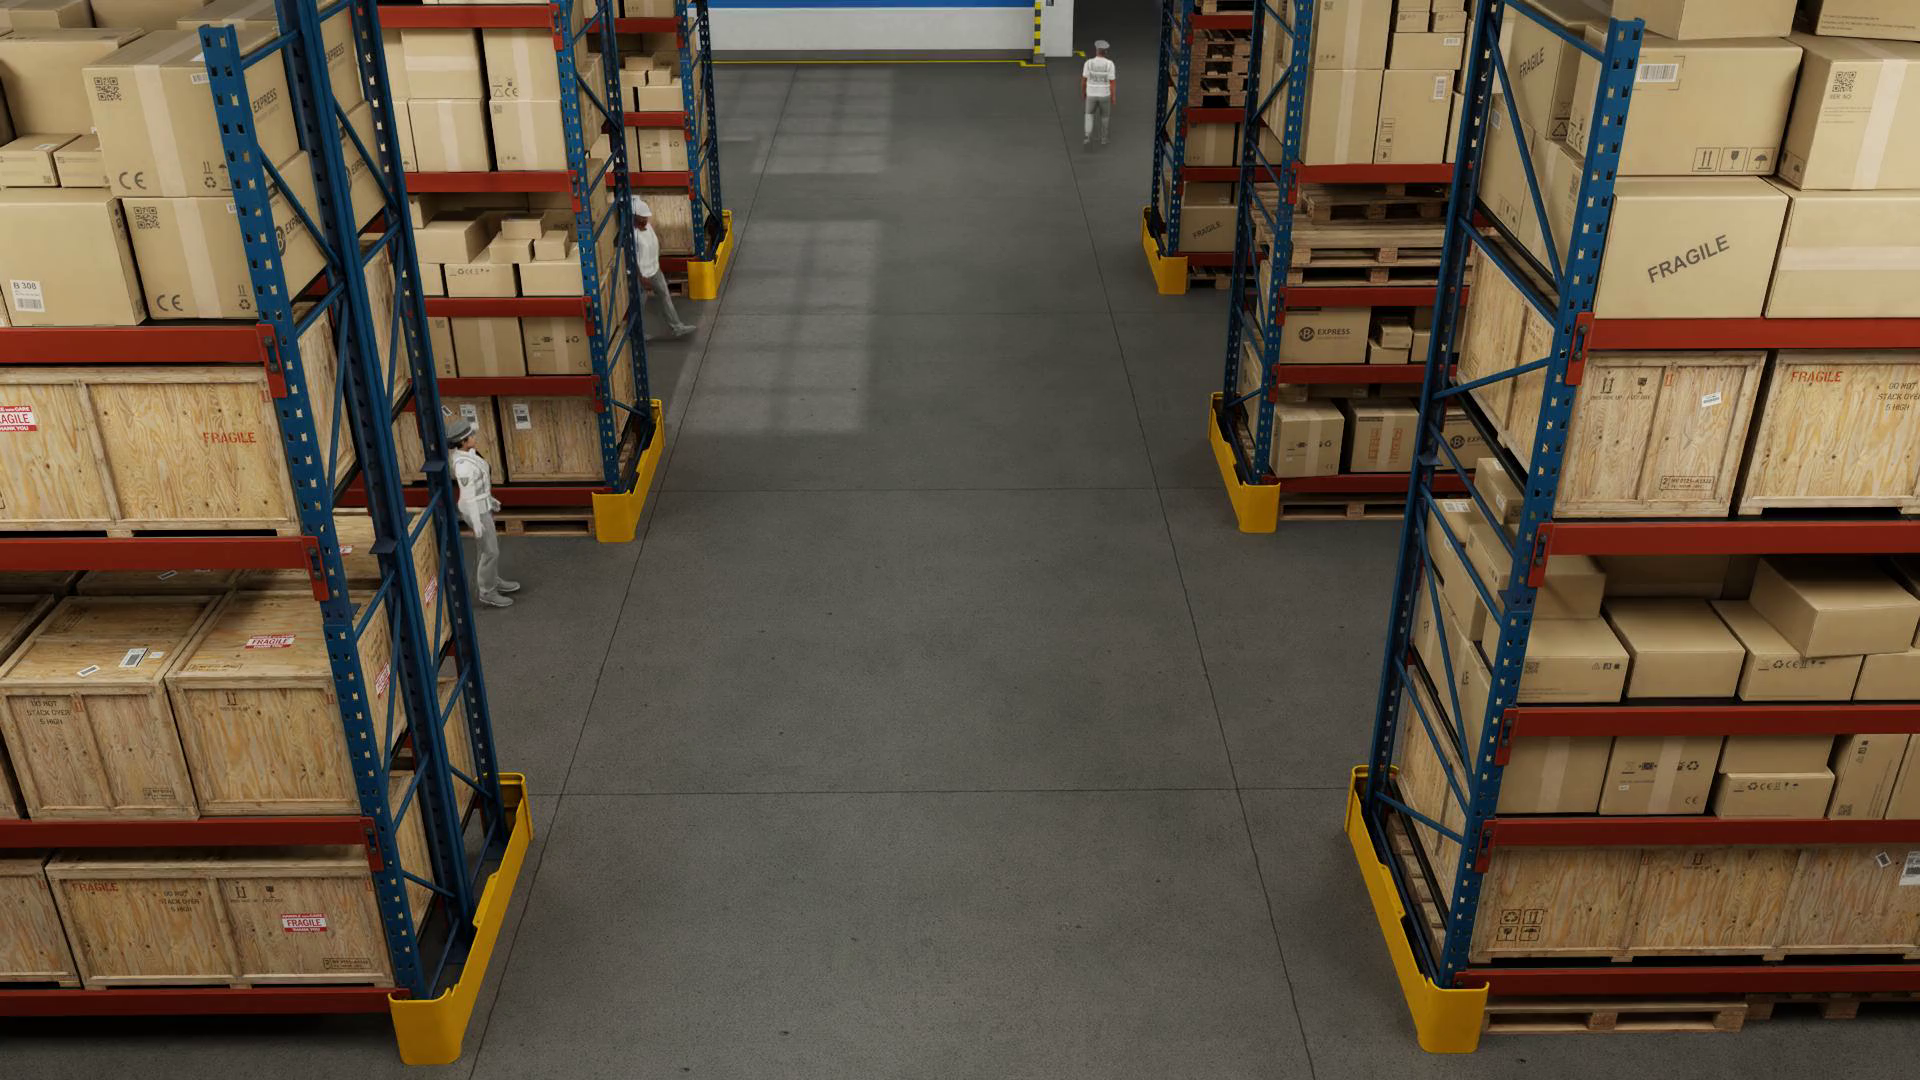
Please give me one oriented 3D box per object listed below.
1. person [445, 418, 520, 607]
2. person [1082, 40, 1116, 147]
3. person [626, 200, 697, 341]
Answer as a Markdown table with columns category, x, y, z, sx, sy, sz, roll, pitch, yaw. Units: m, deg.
| category | x | y | z | sx | sy | sz | roll | pitch | yaw |
| --- | --- | --- | --- | --- | --- | --- | --- | --- | --- |
| person | -4.148 | -0.257 | 14.426 | 0.447 | 1.709 | 0.524 | -8 | 29 | -14 |
| person | 2.323 | -7.459 | 27.774 | 0.560 | 1.749 | 0.767 | 5 | 29 | 9 |
| person | -3.659 | -3.187 | 19.803 | 0.832 | 1.744 | 0.624 | 10 | 30 | 19 |
